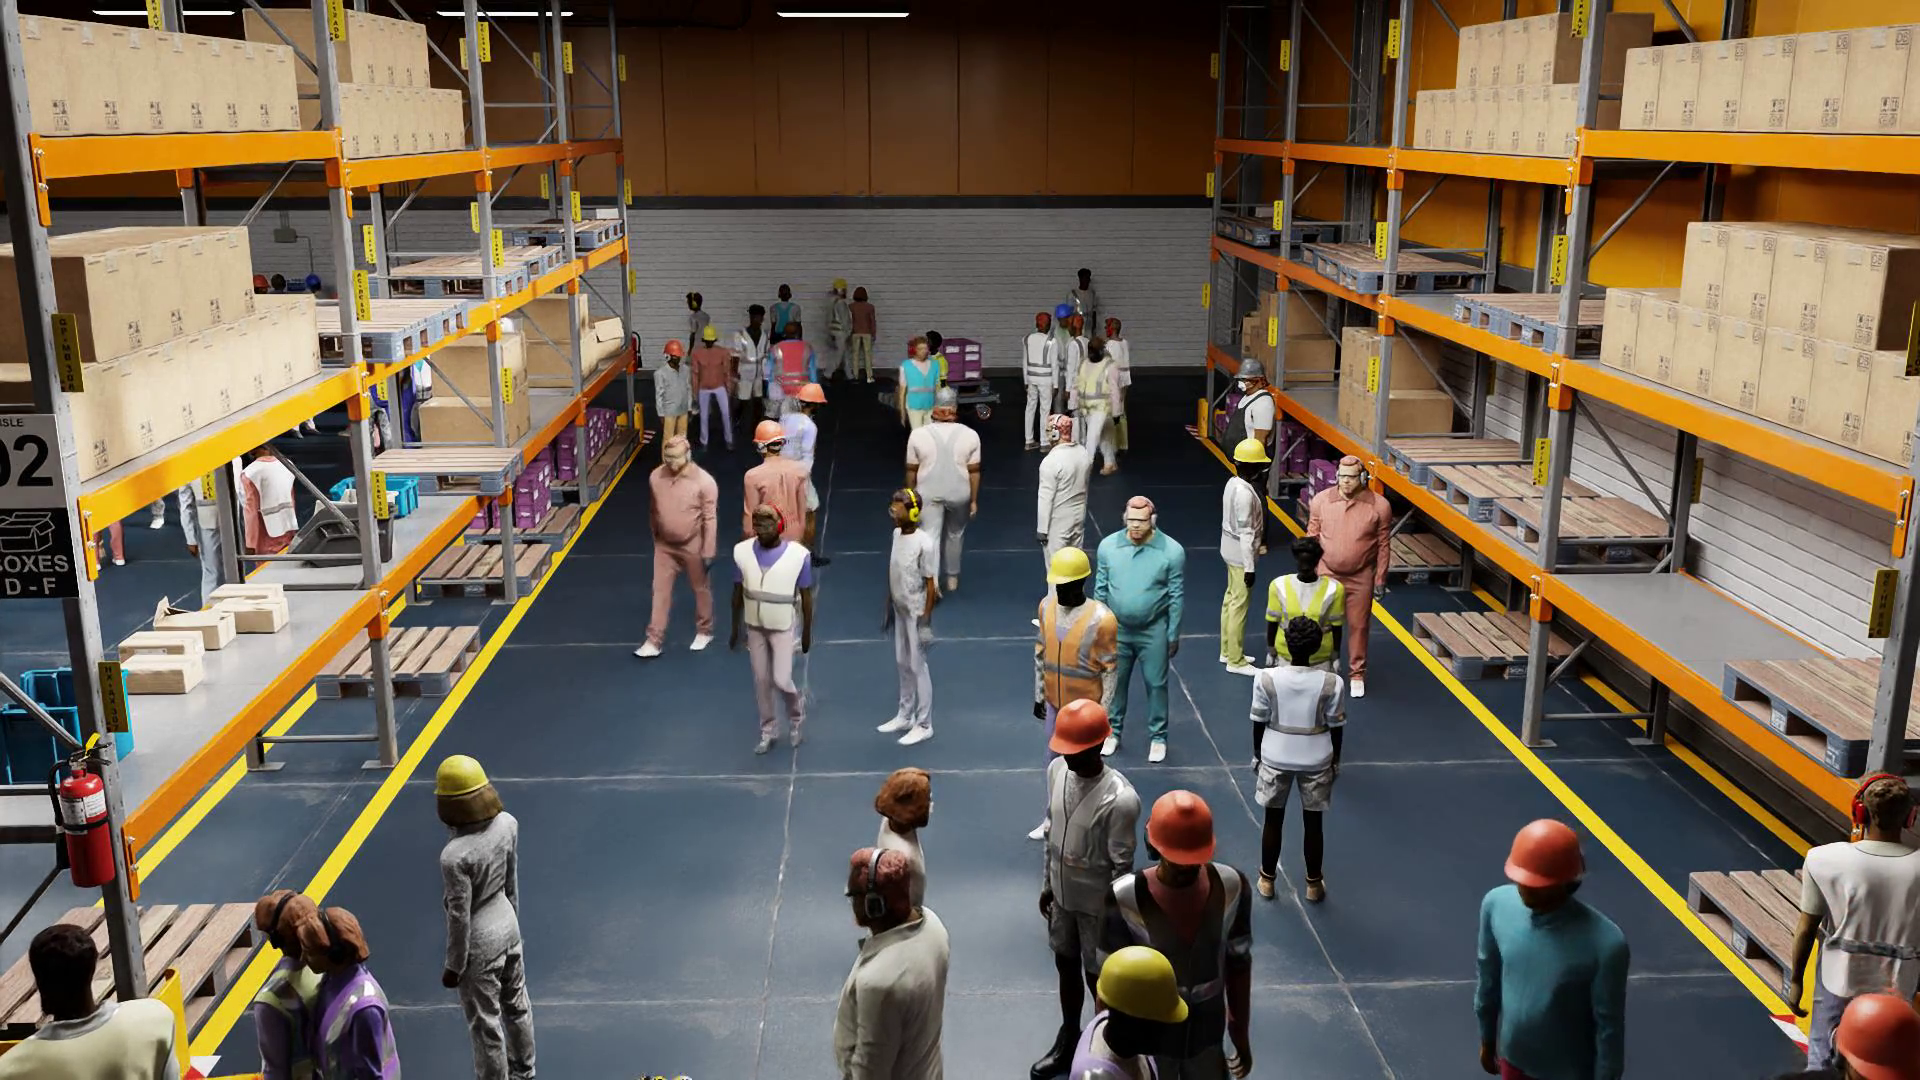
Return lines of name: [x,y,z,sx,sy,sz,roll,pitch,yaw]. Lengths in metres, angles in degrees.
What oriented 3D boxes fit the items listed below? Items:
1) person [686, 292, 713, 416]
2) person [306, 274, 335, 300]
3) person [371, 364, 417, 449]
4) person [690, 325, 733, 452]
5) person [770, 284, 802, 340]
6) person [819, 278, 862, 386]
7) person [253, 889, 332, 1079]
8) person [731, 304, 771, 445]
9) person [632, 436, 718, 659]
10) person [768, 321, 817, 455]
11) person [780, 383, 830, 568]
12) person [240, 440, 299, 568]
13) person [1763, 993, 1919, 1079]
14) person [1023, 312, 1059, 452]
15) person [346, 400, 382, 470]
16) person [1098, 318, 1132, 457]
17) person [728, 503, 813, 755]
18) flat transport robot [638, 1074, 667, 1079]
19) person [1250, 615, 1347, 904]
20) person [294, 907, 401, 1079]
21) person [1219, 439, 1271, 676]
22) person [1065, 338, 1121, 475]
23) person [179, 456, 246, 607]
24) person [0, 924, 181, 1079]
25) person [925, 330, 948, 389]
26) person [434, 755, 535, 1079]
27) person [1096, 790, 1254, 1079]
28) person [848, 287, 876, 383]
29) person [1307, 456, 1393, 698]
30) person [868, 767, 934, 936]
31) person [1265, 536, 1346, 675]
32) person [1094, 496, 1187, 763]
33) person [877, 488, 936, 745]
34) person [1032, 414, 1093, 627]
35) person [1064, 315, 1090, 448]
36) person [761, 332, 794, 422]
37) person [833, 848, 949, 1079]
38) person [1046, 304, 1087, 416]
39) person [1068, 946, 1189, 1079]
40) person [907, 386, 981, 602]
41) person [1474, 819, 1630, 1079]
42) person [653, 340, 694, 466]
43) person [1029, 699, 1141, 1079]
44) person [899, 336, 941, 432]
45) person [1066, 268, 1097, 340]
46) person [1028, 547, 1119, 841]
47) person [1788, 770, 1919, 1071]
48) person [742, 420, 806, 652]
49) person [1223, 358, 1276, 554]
person: [-3.932,-2.804,25.102,0.352,1.857,0.601,3,15,12]
person: [-10.528,-3.436,27.471,0.647,1.917,0.657,-9,17,-31]
person: [-6.993,-1.742,20.555,0.535,2.000,0.683,-3,15,-13]
person: [-3.338,-2.021,22.254,0.547,1.743,0.426,-2,14,-8]
person: [-2.753,-3.141,26.440,0.508,1.846,0.345,1,14,2]
person: [-2.014,-3.475,27.821,0.728,1.810,0.608,-4,15,-17]
person: [-2.458,2.090,6.310,0.310,1.642,0.514,4,15,14]
person: [-2.913,-2.302,22.960,0.641,1.940,0.719,-9,17,-31]
person: [-2.350,0.080,13.760,0.666,1.860,0.927,5,15,18]
person: [-2.207,-1.956,21.858,0.686,1.822,0.659,-3,15,-12]
person: [-1.653,-0.608,16.468,0.749,1.879,0.551,-11,18,-37]
person: [-5.858,-0.048,14.177,0.402,1.909,0.599,4,15,14]
person: [2.610,2.268,4.980,0.642,1.960,0.861,7,16,25]
person: [1.091,-2.123,22.378,0.574,1.881,0.339,11,18,36]
person: [-7.565,-1.869,21.173,0.616,1.986,0.407,3,15,13]
person: [2.071,-2.025,22.091,0.397,1.834,0.563,10,18,35]
person: [-1.329,0.626,11.690,0.578,1.831,0.443,5,15,18]
flat transport robot: [-1.093,2.619,6.965,1.431,0.197,0.652,11,18,37]
person: [1.918,1.253,9.484,0.540,1.698,0.316,3,15,13]
person: [-2.250,2.121,6.209,0.323,1.630,0.528,-11,18,-37]
person: [2.294,0.130,13.436,0.368,1.927,0.587,0,14,-1]
person: [1.696,-1.628,20.636,0.998,1.796,0.628,-13,19,-41]
person: [-6.412,-0.089,14.346,0.404,1.906,0.598,10,17,34]
person: [-2.818,2.168,5.479,0.387,1.912,0.591,11,18,37]
person: [-0.346,-1.912,21.911,0.316,1.696,0.541,-7,16,-27]
person: [-2.131,1.774,7.365,0.309,1.735,0.484,5,15,18]
person: [0.825,1.890,6.327,0.617,2.029,0.409,-3,15,-12]
person: [-1.668,-3.468,28.143,0.498,1.633,0.279,1,14,6]
person: [2.980,0.283,12.876,0.652,1.906,0.403,5,15,20]
person: [-0.268,1.791,7.521,0.299,1.621,0.497,-1,14,-3]
person: [2.339,0.785,11.347,0.540,1.686,0.323,5,15,17]
person: [1.235,0.618,11.589,0.644,1.898,0.398,5,15,20]
person: [-0.372,0.535,11.959,0.320,1.870,0.526,-9,17,-31]
person: [0.884,-0.167,14.662,0.399,1.900,0.644,11,18,38]
person: [1.551,-2.052,22.106,0.371,1.878,0.588,7,16,26]
person: [-2.296,-1.882,21.850,0.594,1.677,0.540,12,19,40]
person: [-0.265,2.019,6.090,0.399,1.897,0.649,4,15,15]
person: [1.449,-2.274,22.900,0.627,1.925,0.551,4,15,14]
person: [0.521,2.185,5.398,0.392,1.915,0.592,3,15,10]
person: [-0.152,-0.455,15.504,0.684,2.000,0.914,0,14,-2]
person: [2.177,1.949,6.237,0.532,1.968,0.637,-10,17,-35]
person: [-3.527,-1.614,20.649,0.350,1.744,0.565,10,18,35]
person: [0.555,1.627,7.569,0.389,1.925,0.550,-11,18,-37]
person: [-0.511,-1.617,20.490,0.572,1.830,0.626,-8,16,-28]
person: [2.058,-3.606,28.057,0.598,1.956,0.375,-8,16,-28]
person: [0.676,0.970,10.142,0.594,1.921,0.386,12,19,40]
person: [3.727,1.852,6.863,0.560,1.836,0.394,5,15,18]
person: [-1.557,-0.014,13.893,0.614,1.987,0.408,-13,20,-42]
person: [2.982,-0.883,17.185,0.536,2.000,0.683,-1,14,-3]
